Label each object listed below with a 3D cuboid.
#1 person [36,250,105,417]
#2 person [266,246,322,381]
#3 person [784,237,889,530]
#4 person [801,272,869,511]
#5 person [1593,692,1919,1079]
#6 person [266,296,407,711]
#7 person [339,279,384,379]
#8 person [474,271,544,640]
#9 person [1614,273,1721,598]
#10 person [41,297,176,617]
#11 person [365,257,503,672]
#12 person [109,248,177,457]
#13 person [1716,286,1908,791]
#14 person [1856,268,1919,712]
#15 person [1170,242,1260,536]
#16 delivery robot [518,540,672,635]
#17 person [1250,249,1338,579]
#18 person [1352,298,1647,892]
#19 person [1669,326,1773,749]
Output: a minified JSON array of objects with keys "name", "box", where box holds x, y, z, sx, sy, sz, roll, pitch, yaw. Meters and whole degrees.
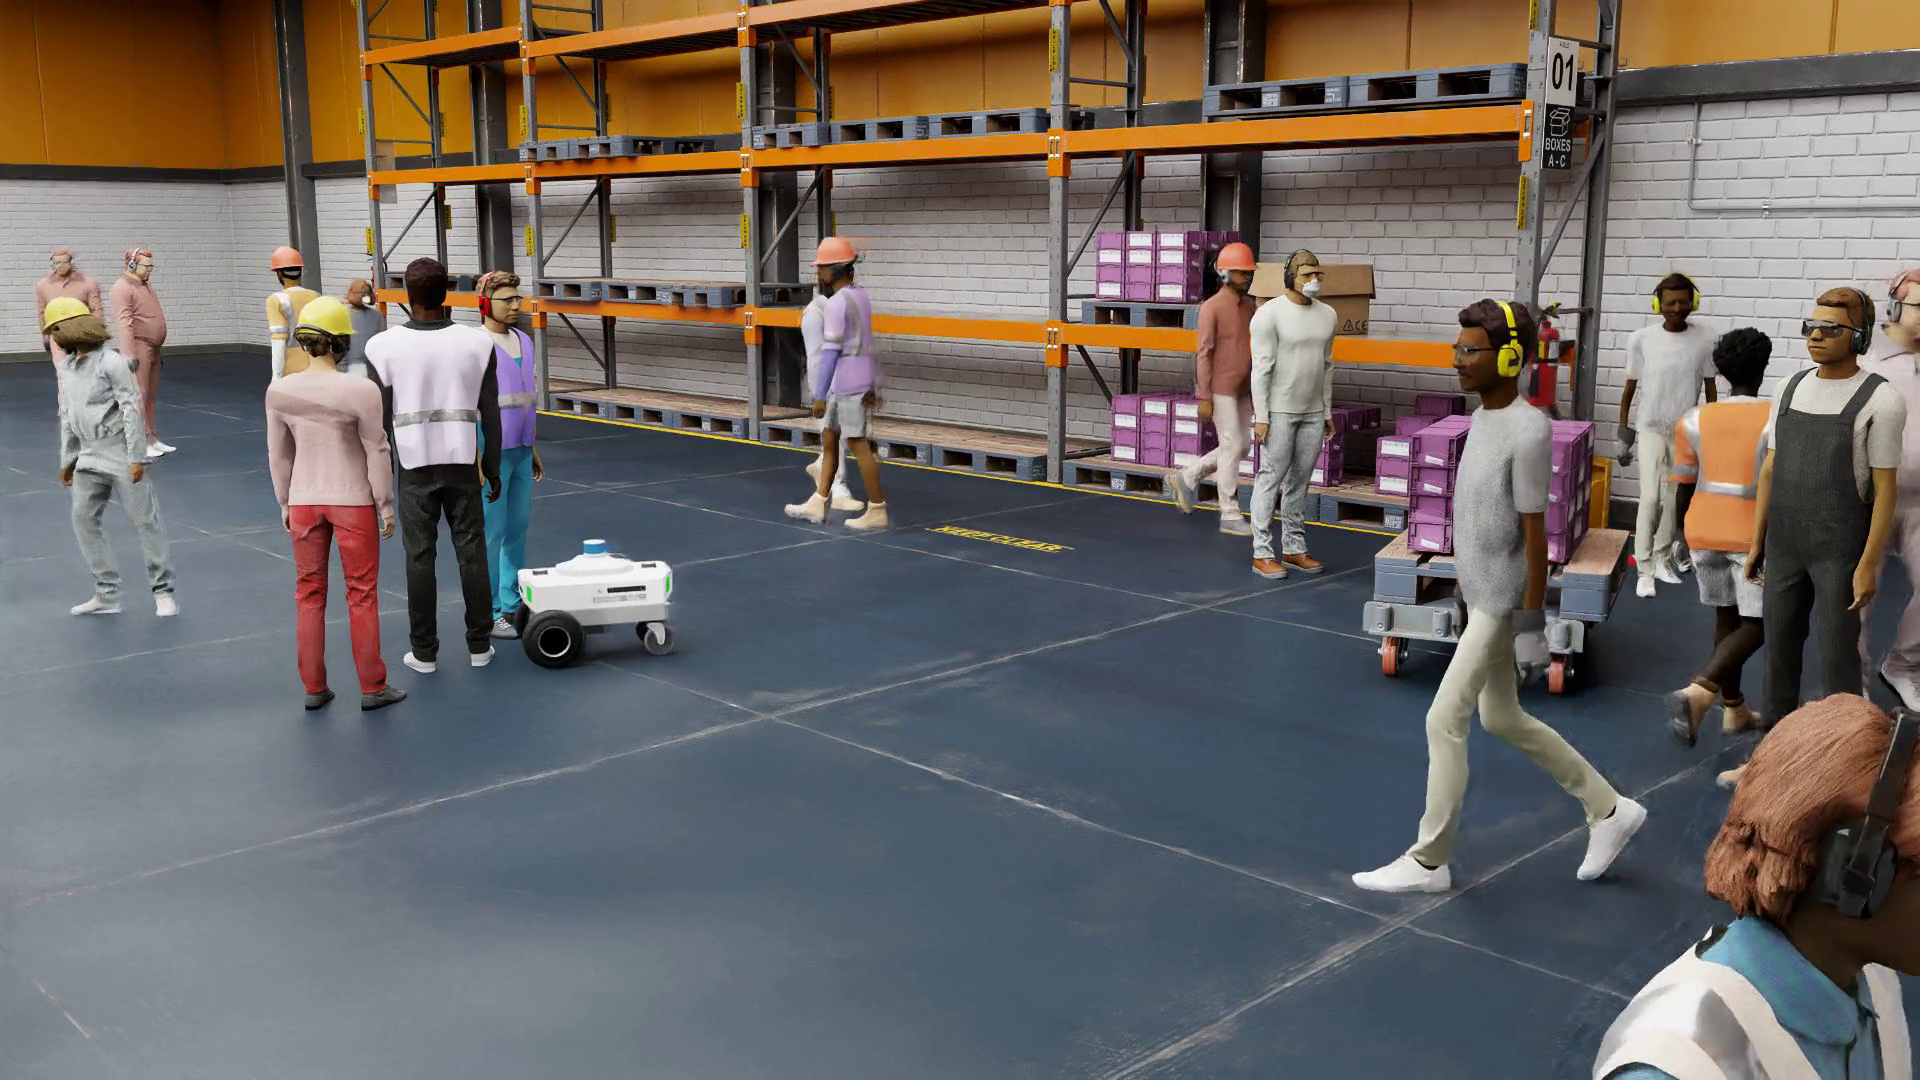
[{"name":"person","box":[-9.807,-2.259,18.365,0.657,1.854,0.992,-4,11,-22]},{"name":"person","box":[-5.207,-1.326,13.061,0.374,1.934,0.549,5,12,26]},{"name":"person","box":[-0.889,-1.058,11.430,0.937,2.001,0.618,2,11,11]},{"name":"person","box":[-0.938,-1.137,12.327,0.542,1.826,0.633,7,12,33]},{"name":"person","box":[0.652,0.919,1.703,0.554,1.609,0.598,-10,14,-43]},{"name":"person","box":[-2.657,-0.143,7.076,0.525,1.769,0.315,1,10,5]},{"name":"person","box":[-5.554,-1.624,15.554,0.351,1.623,0.504,5,12,27]},{"name":"person","box":[-2.333,-0.432,8.439,0.377,1.841,0.570,3,11,18]},{"name":"person","box":[4.024,-0.599,9.482,0.532,1.855,0.709,2,10,8]},{"name":"person","box":[-4.482,-0.425,8.793,0.571,1.700,0.429,4,11,23]},{"name":"person","box":[-2.421,-0.339,7.721,0.593,1.921,0.388,-5,11,-25]},{"name":"person","box":[-7.514,-1.722,15.319,0.408,1.902,0.638,-1,10,-6]},{"name":"person","box":[3.014,0.039,5.864,0.345,1.847,0.508,-5,12,-28]},{"name":"person","box":[3.858,-0.166,6.875,0.652,1.890,0.449,1,10,4]},{"name":"person","box":[1.759,-1.033,11.359,0.740,1.973,0.622,9,13,39]},{"name":"delivery robot","box":[-1.755,0.242,8.022,0.707,0.478,0.477,-4,11,-20]},{"name":"person","box":[1.988,-0.748,9.900,0.629,1.940,0.376,-6,12,-31]},{"name":"person","box":[1.699,0.190,5.064,0.854,1.849,0.531,1,10,3]},{"name":"person","box":[3.016,0.000,6.530,0.716,1.672,0.530,-7,13,-35]}]
